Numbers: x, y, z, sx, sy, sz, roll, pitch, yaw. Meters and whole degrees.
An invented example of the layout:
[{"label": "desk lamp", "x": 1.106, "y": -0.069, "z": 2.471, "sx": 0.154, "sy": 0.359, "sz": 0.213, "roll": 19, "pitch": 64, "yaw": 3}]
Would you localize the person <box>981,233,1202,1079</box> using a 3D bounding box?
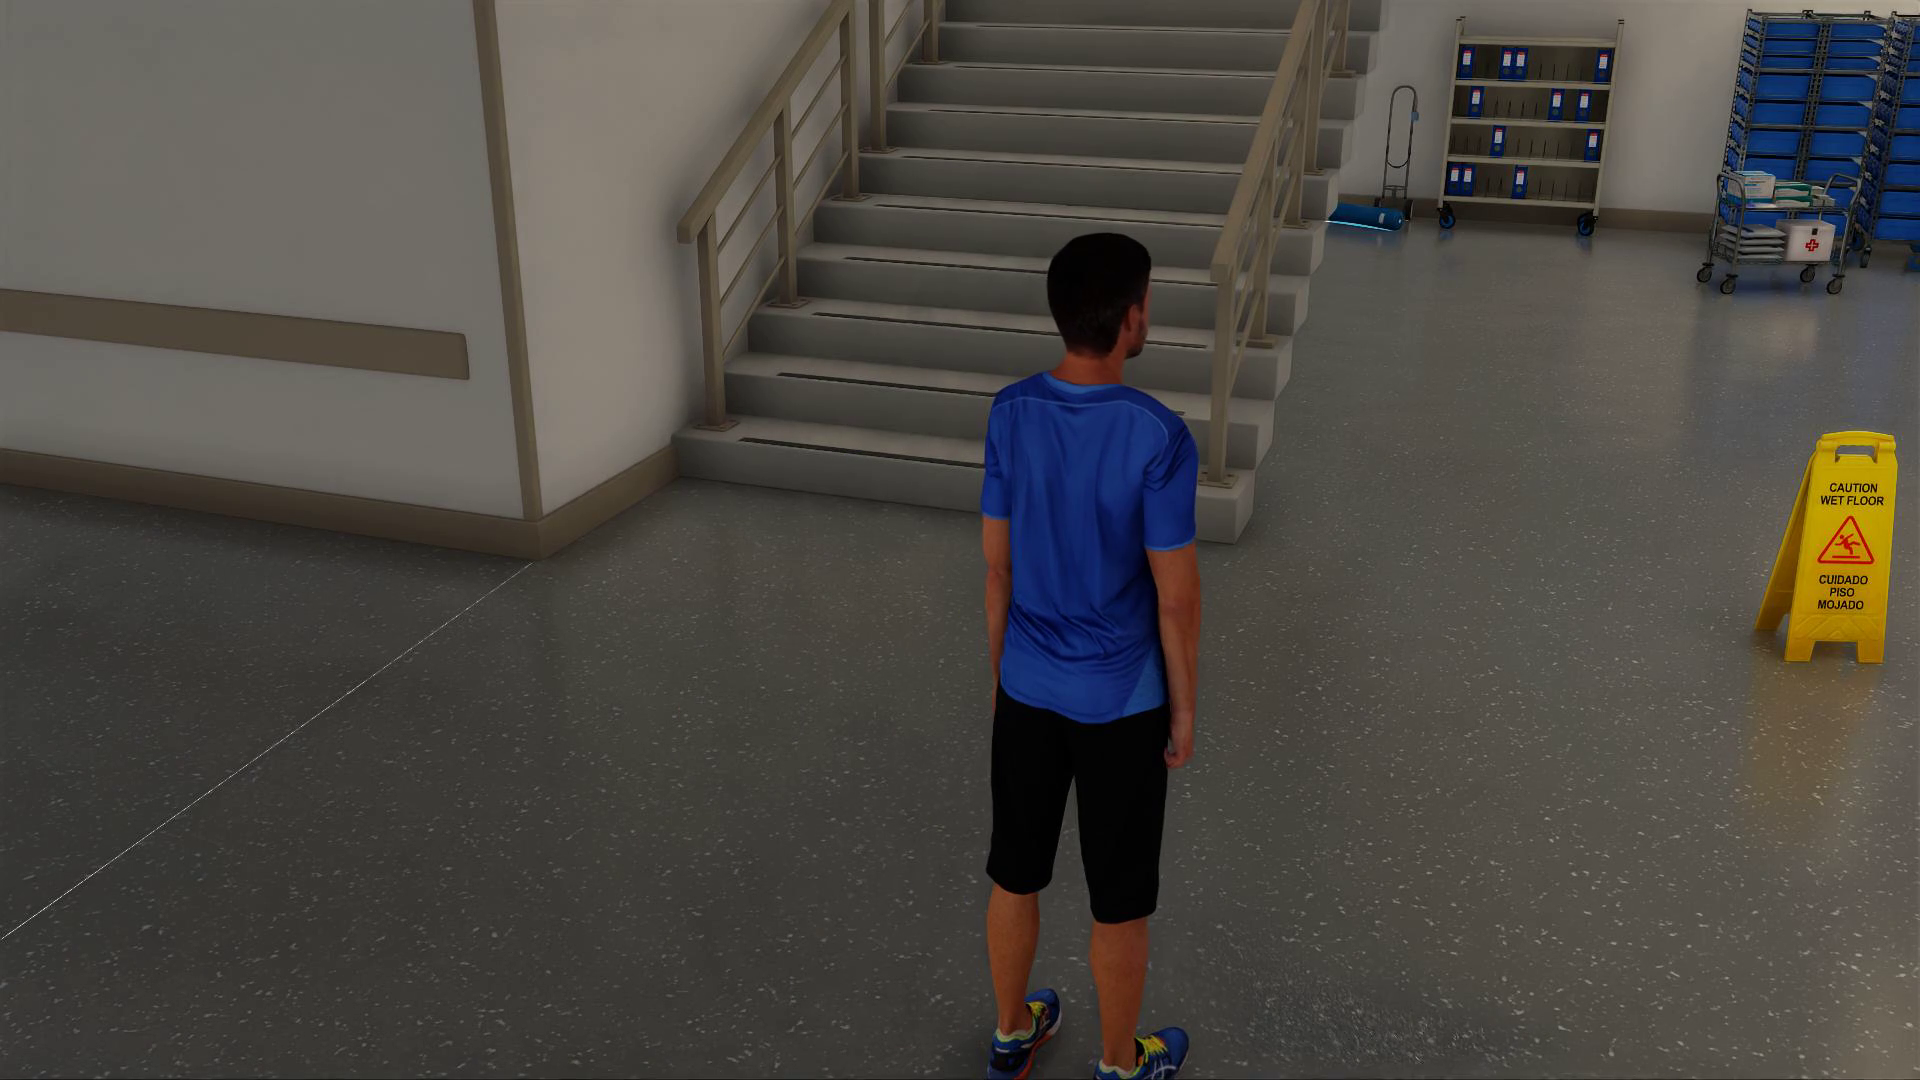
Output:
[{"label": "person", "x": 0.242, "y": 0.311, "z": 3.417, "sx": 0.648, "sy": 1.865, "sz": 0.602, "roll": 12, "pitch": 24, "yaw": 28}]
